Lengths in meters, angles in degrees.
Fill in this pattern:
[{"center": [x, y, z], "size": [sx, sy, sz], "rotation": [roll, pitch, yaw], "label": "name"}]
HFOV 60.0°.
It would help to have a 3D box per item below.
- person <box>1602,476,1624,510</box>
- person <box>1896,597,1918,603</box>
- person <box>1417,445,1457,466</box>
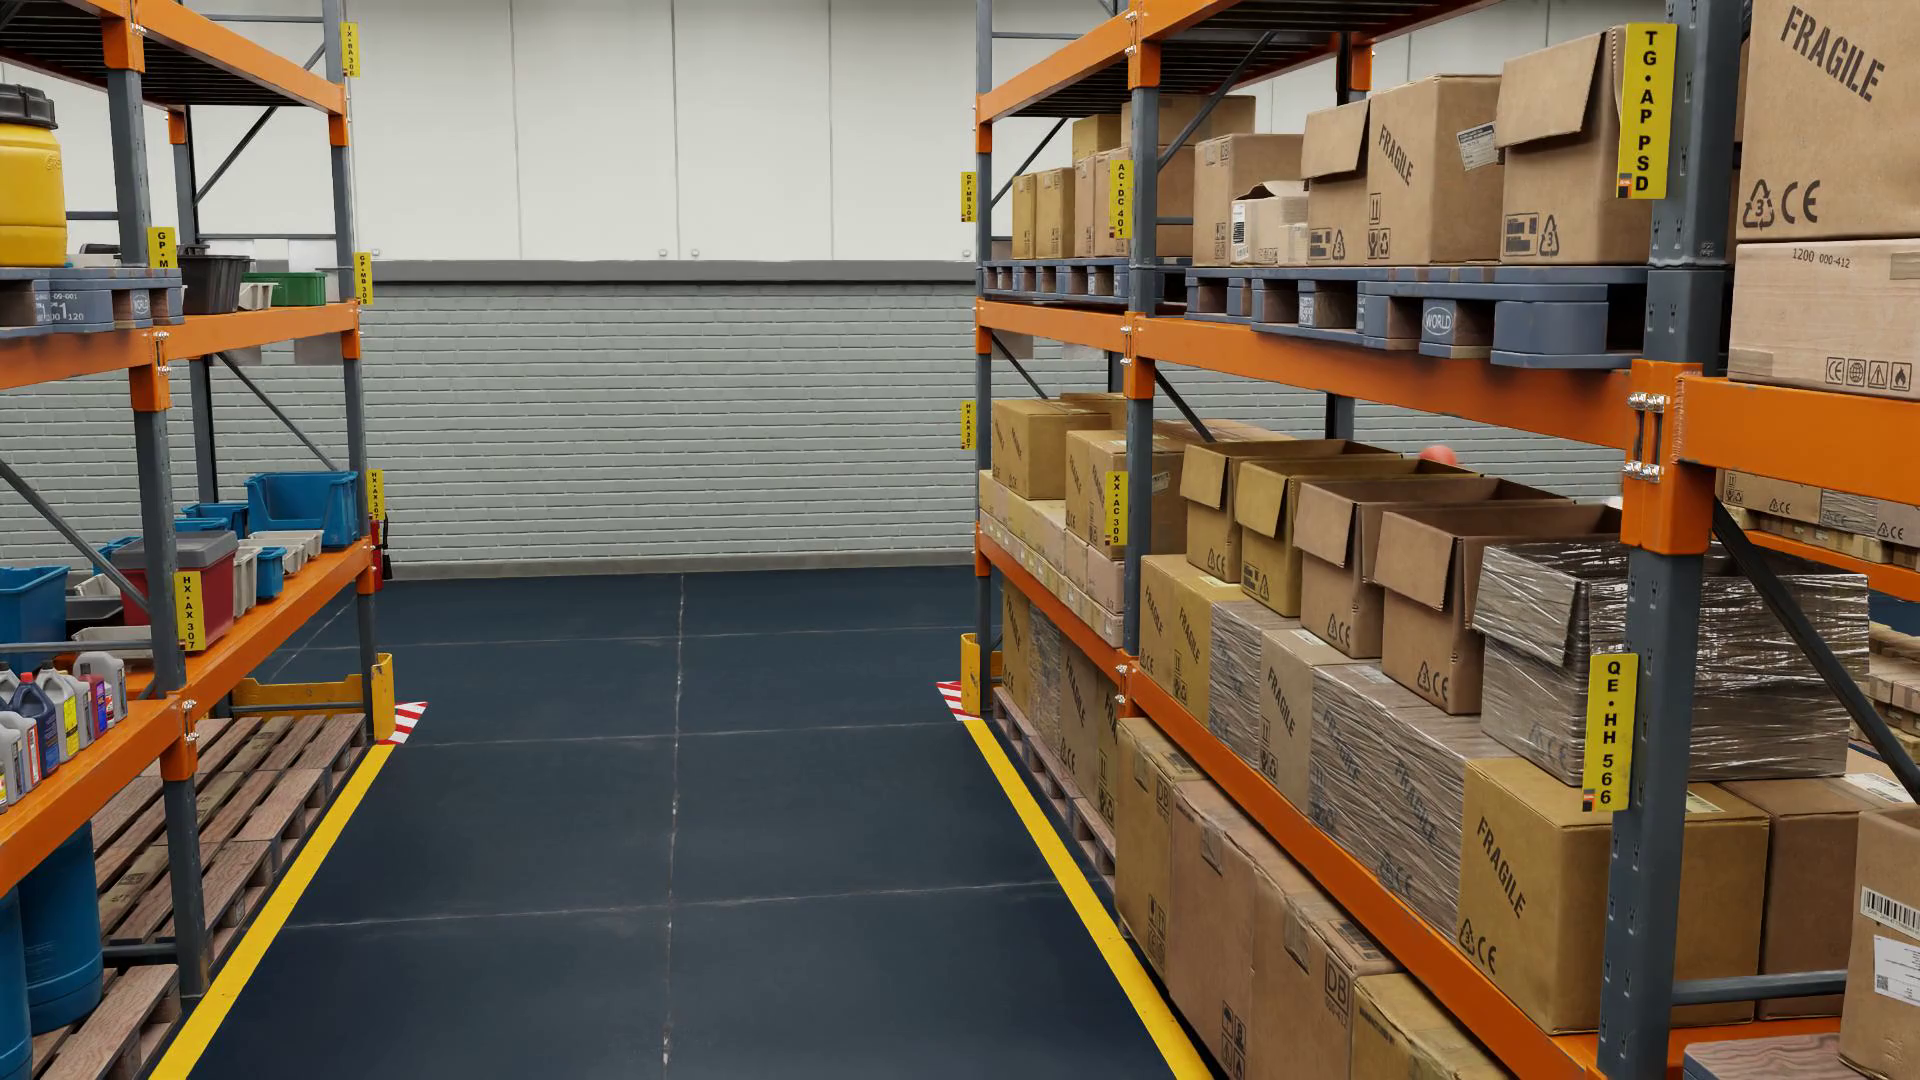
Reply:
[{"center": [4.961, 0.239, 12.399], "size": [0.794, 1.600, 0.543], "rotation": [-8, 12, -39], "label": "person"}, {"center": [8.826, -0.354, 15.205], "size": [0.316, 1.870, 0.531], "rotation": [6, 11, 35], "label": "person"}, {"center": [2.855, 0.404, 10.169], "size": [0.615, 1.991, 0.396], "rotation": [-6, 11, -31], "label": "person"}]
